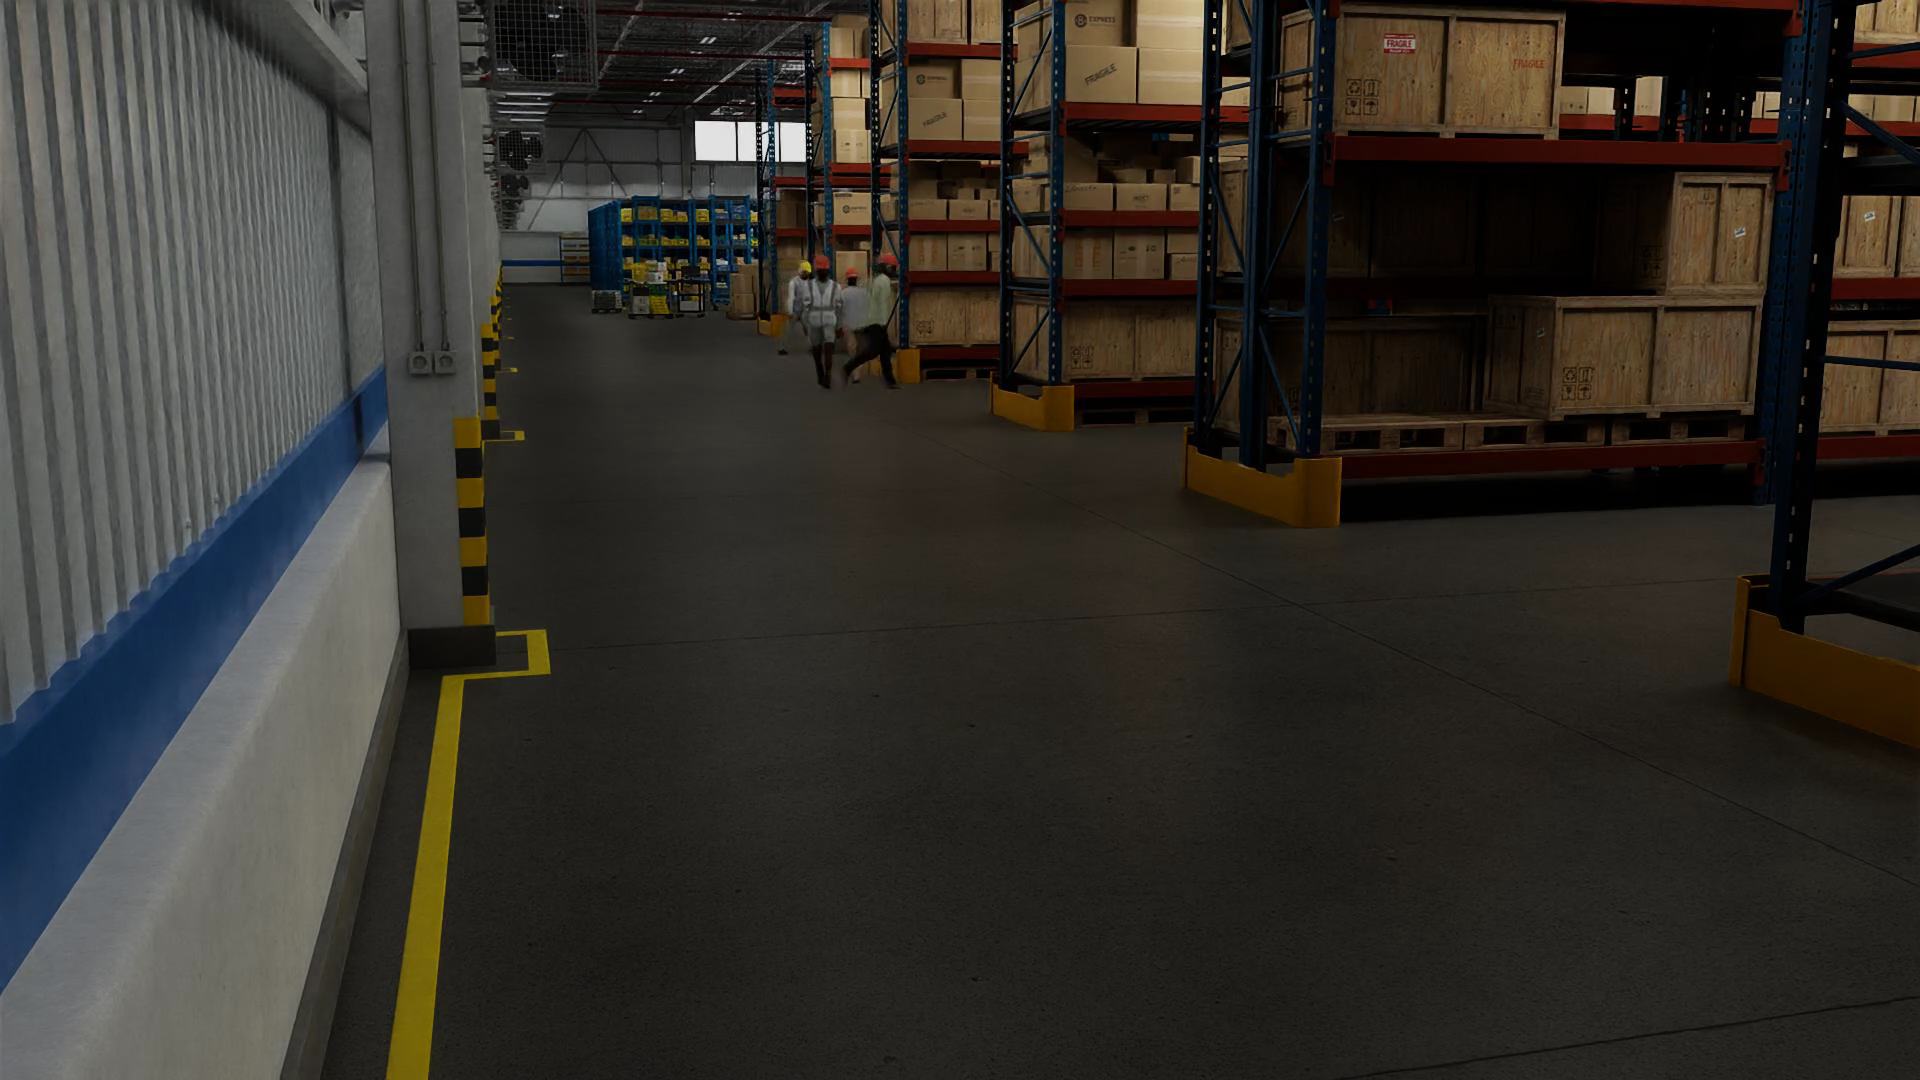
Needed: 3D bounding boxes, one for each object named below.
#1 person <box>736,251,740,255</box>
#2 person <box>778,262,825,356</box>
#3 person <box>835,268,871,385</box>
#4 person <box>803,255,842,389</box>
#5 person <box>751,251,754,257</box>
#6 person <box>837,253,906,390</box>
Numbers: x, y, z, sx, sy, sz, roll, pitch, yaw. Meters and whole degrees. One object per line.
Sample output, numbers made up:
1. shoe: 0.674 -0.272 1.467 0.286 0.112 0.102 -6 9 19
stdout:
1. person: -9.143 -11.015 68.709 0.404 1.832 0.592 -3 11 -19
2. person: -2.943 -4.259 30.750 1.058 1.727 0.606 7 12 34
3. person: -1.592 -3.154 24.555 0.582 1.698 0.904 -4 11 -20
4. person: -1.970 -3.145 23.942 0.545 1.910 0.827 0 10 -1
5. person: -9.077 -11.800 73.227 0.625 1.811 0.395 8 13 37
6. person: -1.248 -3.046 23.322 0.944 1.942 0.641 -3 10 -16
